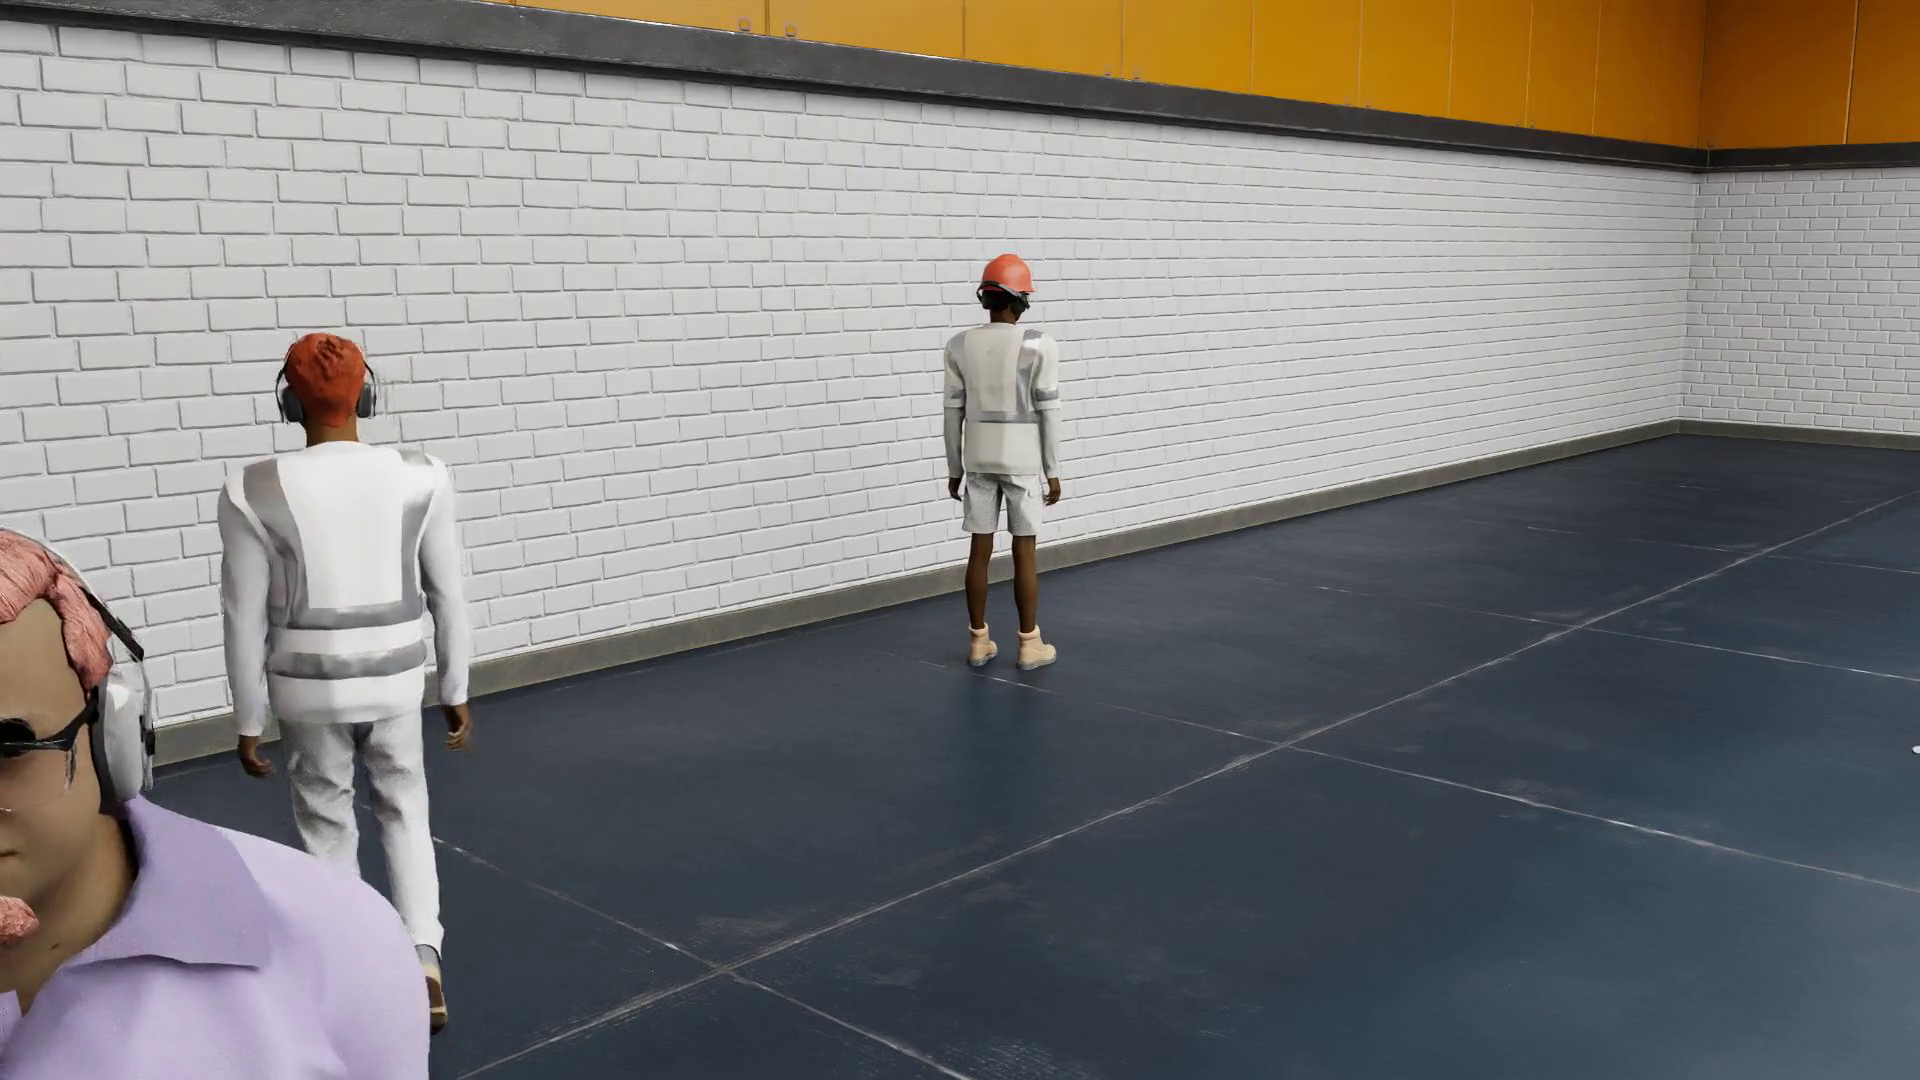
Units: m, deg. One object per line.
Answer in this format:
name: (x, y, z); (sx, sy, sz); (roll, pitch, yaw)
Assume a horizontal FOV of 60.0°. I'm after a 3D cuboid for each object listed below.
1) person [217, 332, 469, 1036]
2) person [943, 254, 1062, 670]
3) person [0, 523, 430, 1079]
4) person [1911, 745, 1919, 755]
person: (-1.544, 0.410, 4.240); (0.593, 1.868, 0.594); (-6, 12, -31)
person: (0.219, -0.379, 8.231); (0.605, 2.045, 0.388); (4, 11, 23)
person: (-0.720, 0.907, 1.348); (0.670, 1.891, 0.669); (-6, 11, -29)
person: (4.361, 0.092, 6.795); (0.811, 1.609, 0.518); (-1, 10, -4)
